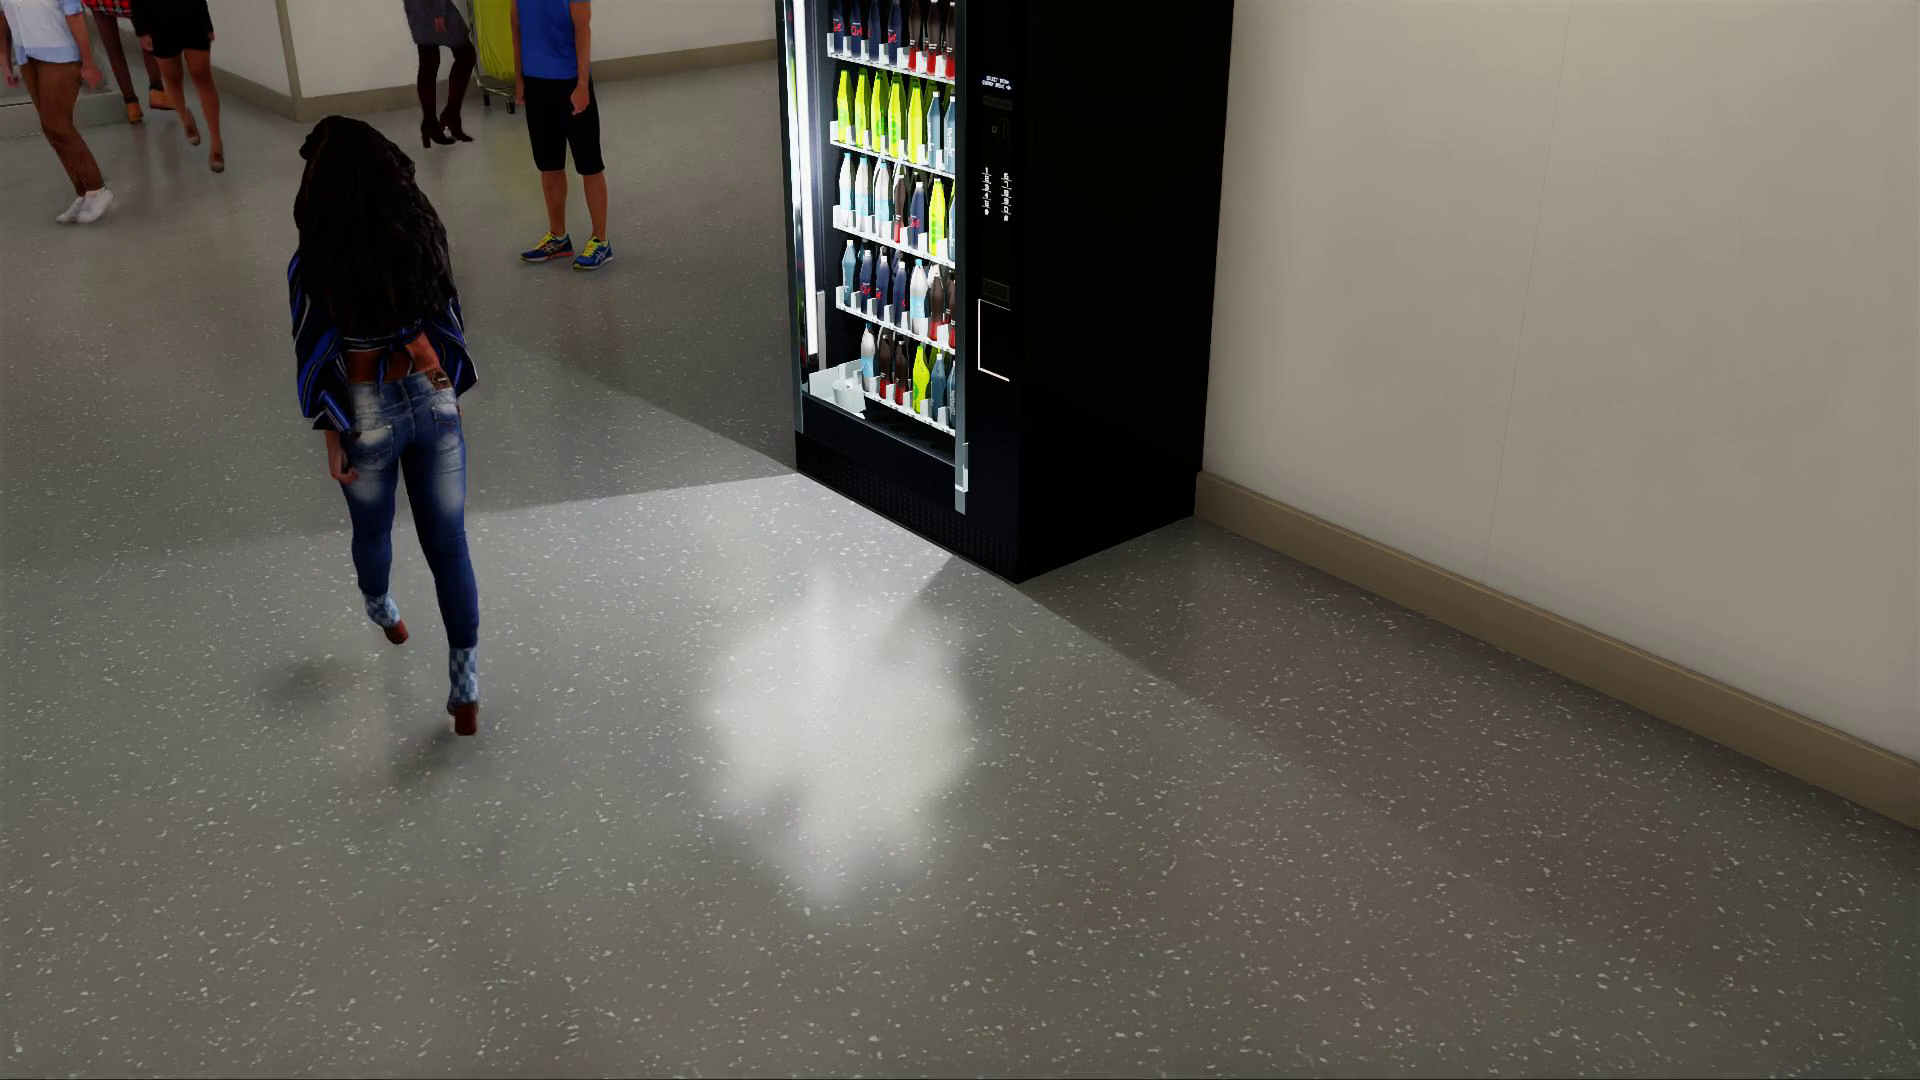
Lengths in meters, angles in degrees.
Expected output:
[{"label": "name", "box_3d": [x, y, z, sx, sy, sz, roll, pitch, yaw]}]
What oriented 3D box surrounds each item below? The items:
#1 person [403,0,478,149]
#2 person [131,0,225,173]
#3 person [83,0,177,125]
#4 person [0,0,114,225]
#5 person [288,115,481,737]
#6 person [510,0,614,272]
[{"label": "person", "box_3d": [-3.418, -3.327, 10.503, 0.549, 1.700, 0.668, 23, 34, 39]}, {"label": "person", "box_3d": [-4.748, -3.064, 10.070, 0.818, 1.601, 1.097, -9, 27, -18]}, {"label": "person", "box_3d": [-5.707, -3.672, 11.209, 0.676, 1.708, 0.676, -11, 28, -21]}, {"label": "person", "box_3d": [-4.794, -2.601, 8.870, 0.775, 1.811, 0.886, 10, 27, 19]}, {"label": "person", "box_3d": [-1.414, -0.242, 4.255, 0.751, 1.570, 1.072, -13, 29, -25]}, {"label": "person", "box_3d": [-1.958, -2.273, 8.122, 0.629, 1.869, 0.749, 13, 28, 24]}]
